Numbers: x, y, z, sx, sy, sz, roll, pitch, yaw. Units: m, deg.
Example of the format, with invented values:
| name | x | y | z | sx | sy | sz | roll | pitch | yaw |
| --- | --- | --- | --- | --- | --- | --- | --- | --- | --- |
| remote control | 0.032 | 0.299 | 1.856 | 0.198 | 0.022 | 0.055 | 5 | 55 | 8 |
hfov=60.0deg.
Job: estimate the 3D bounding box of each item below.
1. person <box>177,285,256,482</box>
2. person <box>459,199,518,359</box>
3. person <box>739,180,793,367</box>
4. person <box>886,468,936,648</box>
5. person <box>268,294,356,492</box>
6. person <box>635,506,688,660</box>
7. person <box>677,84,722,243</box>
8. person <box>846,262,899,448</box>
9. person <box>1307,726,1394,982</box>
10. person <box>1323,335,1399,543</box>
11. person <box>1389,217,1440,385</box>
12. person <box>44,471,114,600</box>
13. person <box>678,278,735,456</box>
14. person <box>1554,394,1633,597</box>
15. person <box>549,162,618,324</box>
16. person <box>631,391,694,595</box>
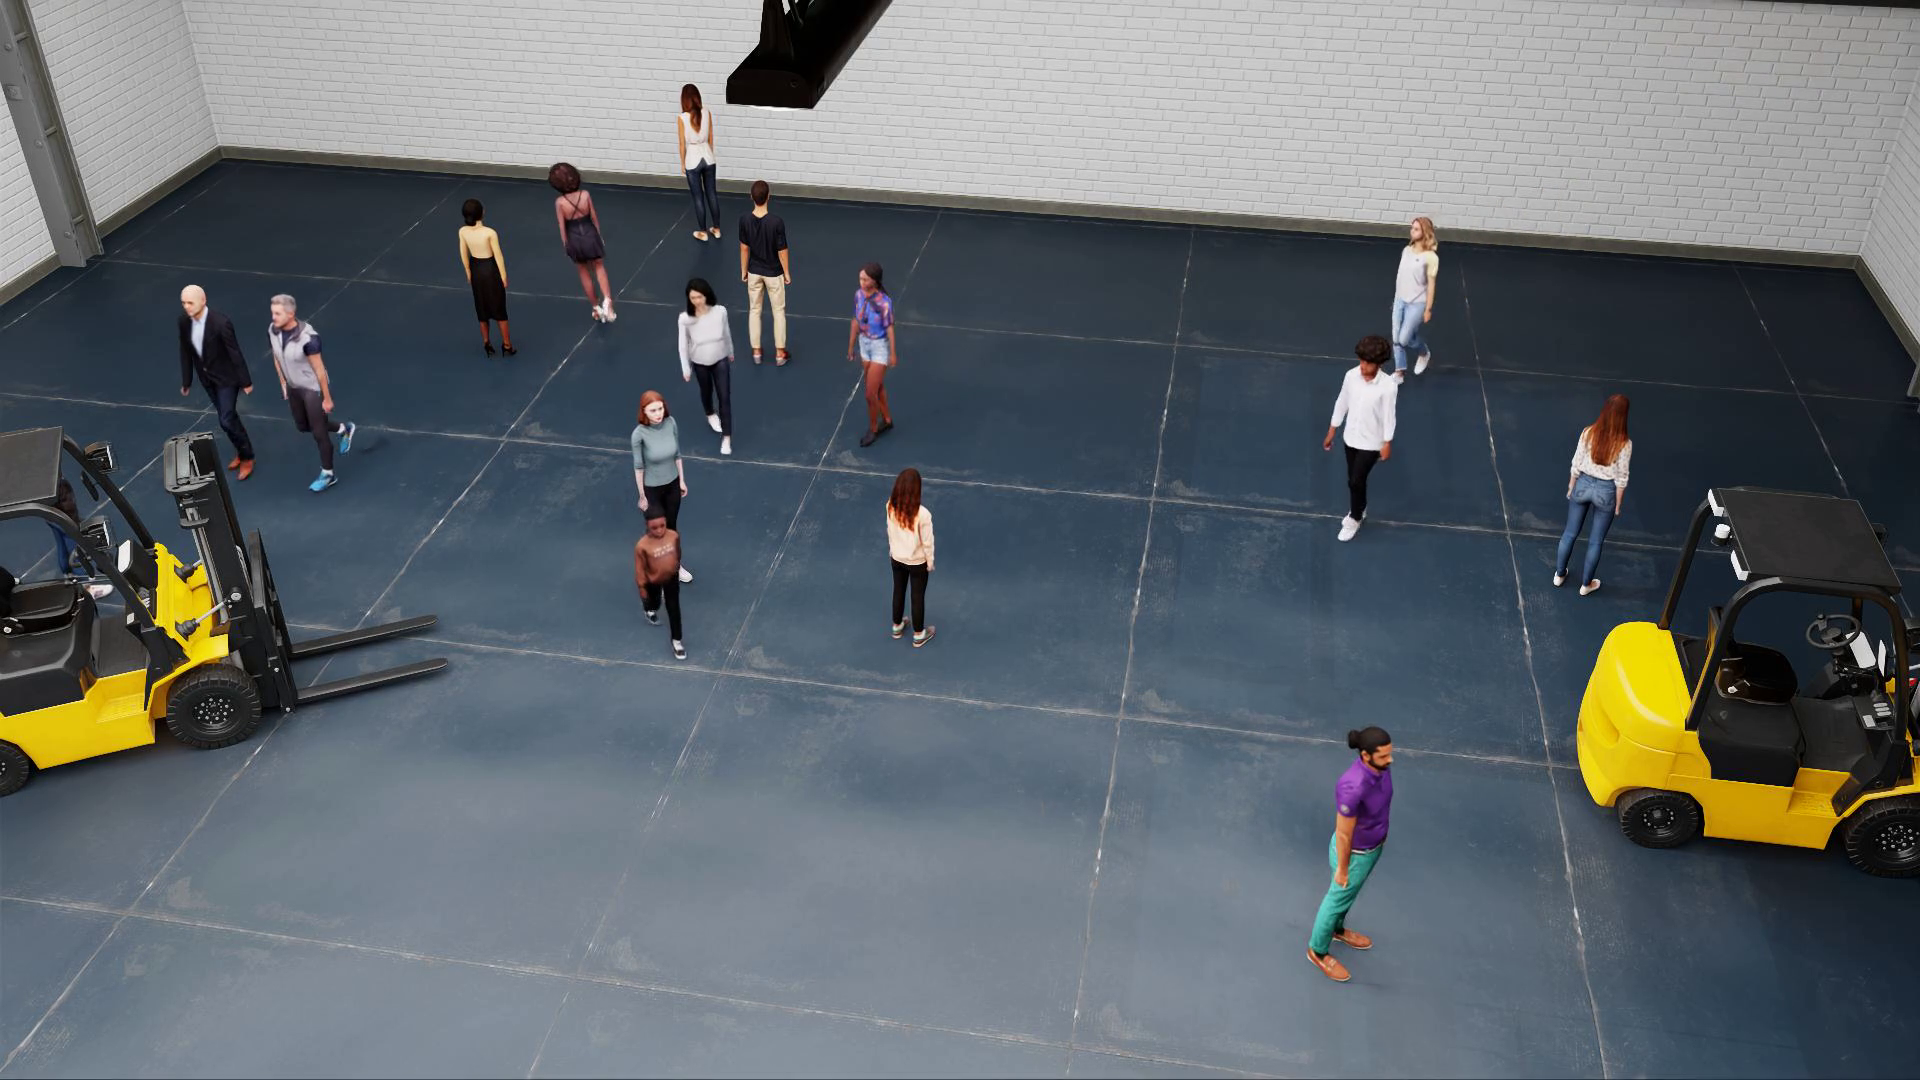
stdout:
| name | x | y | z | sx | sy | sz | roll | pitch | yaw |
| --- | --- | --- | --- | --- | --- | --- | --- | --- | --- |
| person | -6.420 | -1.450 | 14.520 | 0.756 | 1.784 | 0.732 | 12 | 35 | 17 |
| person | -4.651 | -2.562 | 16.310 | 0.560 | 1.653 | 0.527 | 6 | 34 | 9 |
| person | -1.890 | -2.595 | 16.181 | 0.630 | 1.851 | 0.539 | 6 | 34 | 9 |
| person | -0.379 | 0.122 | 12.427 | 0.626 | 1.481 | 0.614 | 20 | 39 | 27 |
| person | -5.537 | -1.329 | 14.315 | 0.855 | 1.808 | 1.036 | 15 | 37 | 22 |
| person | -2.256 | 0.252 | 12.456 | 0.851 | 1.234 | 0.948 | -18 | 37 | -25 |
| person | -2.919 | -4.241 | 18.723 | 0.661 | 1.778 | 0.714 | -19 | 38 | -26 |
| person | -0.701 | -1.709 | 14.962 | 0.796 | 1.725 | 0.879 | 26 | 42 | 34 |
| person | 2.296 | 1.776 | 9.681 | 0.764 | 1.767 | 0.631 | 22 | 39 | 29 |
| person | 3.371 | -0.889 | 13.671 | 0.904 | 1.788 | 0.842 | -24 | 41 | -32 |
| person | 4.355 | -2.260 | 15.804 | 0.911 | 1.710 | 0.864 | -16 | 37 | -23 |
| person | -6.983 | -0.193 | 12.901 | 0.628 | 1.482 | 0.632 | 21 | 39 | 28 |
| person | -2.244 | -1.634 | 14.925 | 0.945 | 1.642 | 1.152 | -13 | 36 | -18 |
| person | 4.939 | -0.366 | 12.938 | 0.652 | 1.728 | 0.648 | 24 | 40 | 31 |
| person | -3.778 | -2.929 | 16.764 | 0.849 | 1.762 | 0.924 | -13 | 36 | -18 |
| person | -2.333 | -0.396 | 12.971 | 0.648 | 1.742 | 0.729 | -26 | 41 | -33 |
